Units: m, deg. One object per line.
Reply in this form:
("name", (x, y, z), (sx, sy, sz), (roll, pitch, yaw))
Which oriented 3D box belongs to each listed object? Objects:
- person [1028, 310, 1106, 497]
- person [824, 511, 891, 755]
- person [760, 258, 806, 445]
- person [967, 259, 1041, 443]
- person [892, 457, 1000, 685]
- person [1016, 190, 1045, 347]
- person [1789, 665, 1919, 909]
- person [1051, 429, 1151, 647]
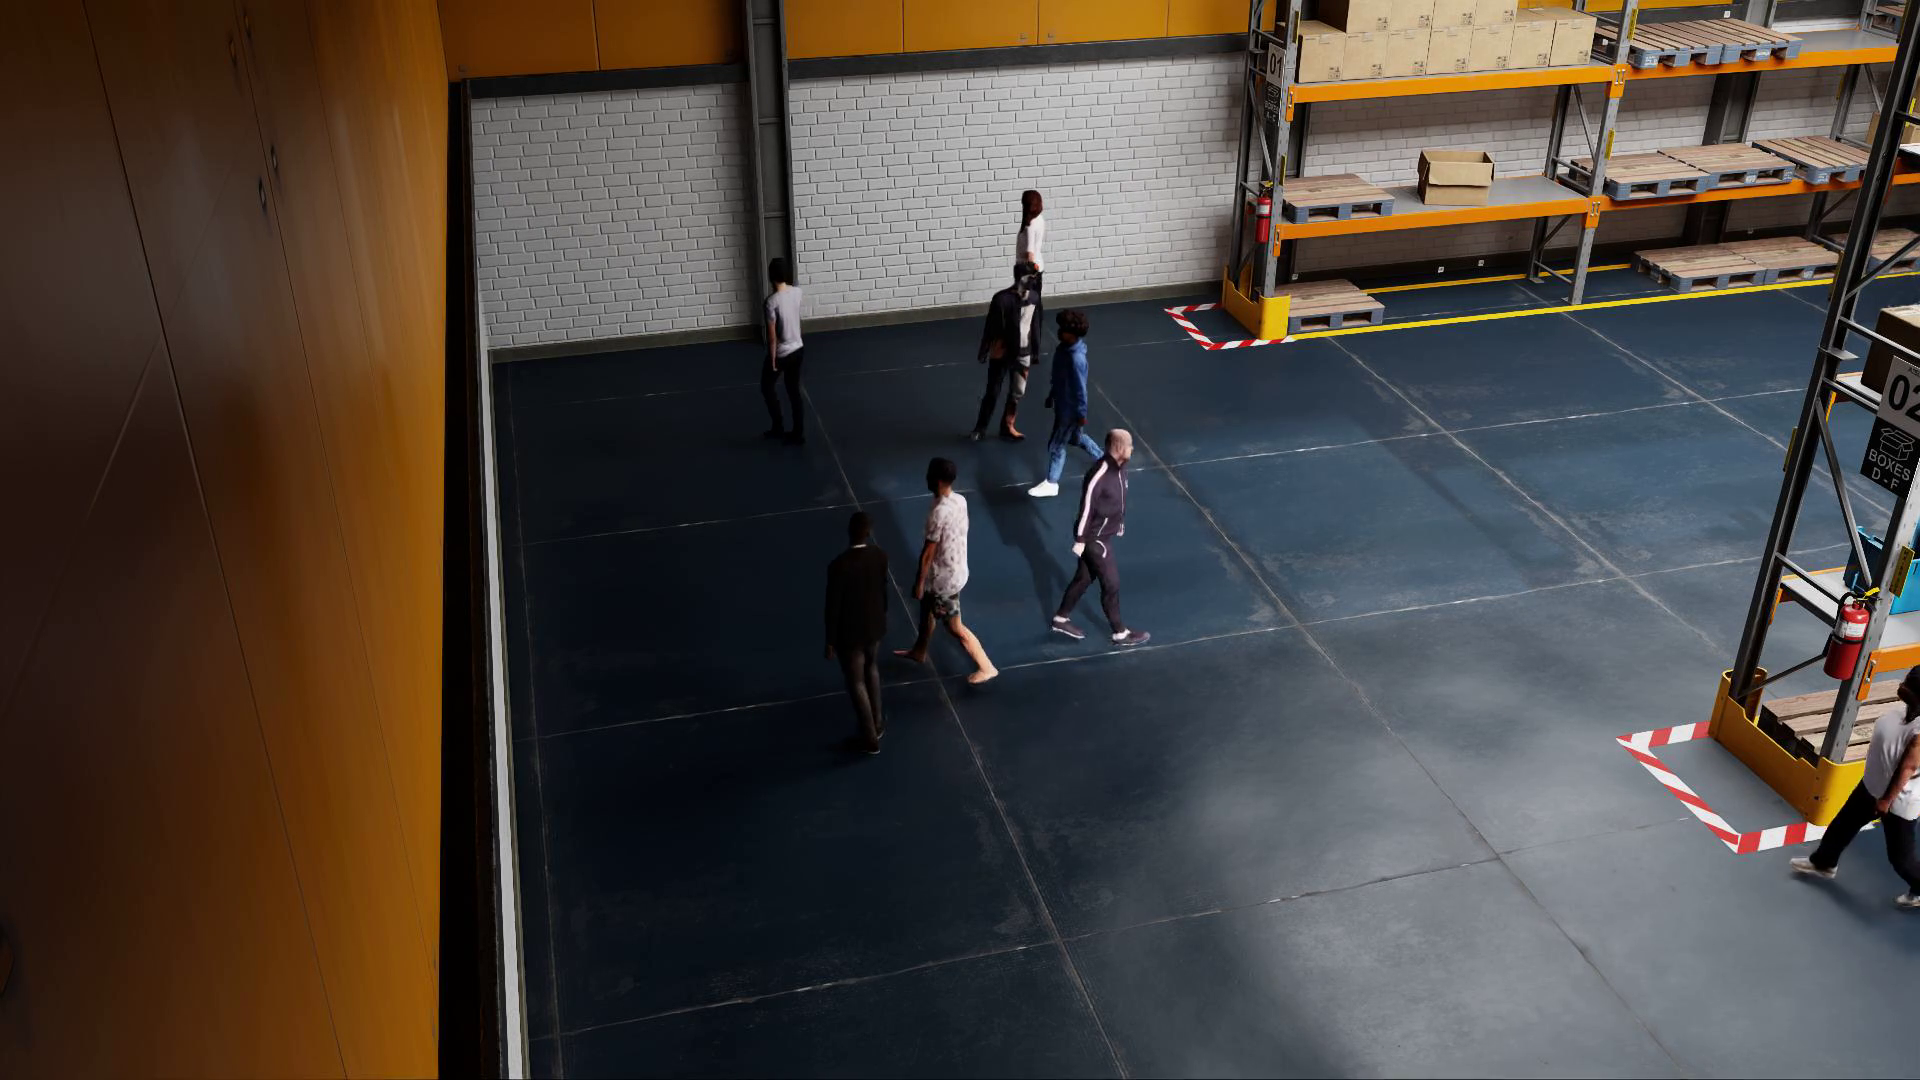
("person", (1.074, -1.230, 15.009), (1.137, 1.781, 0.789), (-3, 29, -5))
("person", (-0.675, 0.653, 11.560), (0.881, 1.778, 0.747), (17, 33, 29))
("person", (-1.616, -1.763, 15.916), (0.860, 1.847, 0.768), (25, 37, 38))
("person", (0.422, -1.798, 15.972), (0.670, 1.856, 0.976), (-6, 29, -11))
("person", (-0.037, 0.269, 12.256), (1.247, 1.785, 1.101), (10, 30, 18))
("person", (0.794, -2.936, 18.123), (0.671, 1.794, 0.685), (5, 29, 10))
("person", (5.730, 1.515, 10.103), (1.171, 1.659, 1.037), (10, 30, 18))
("person", (0.953, 0.001, 12.750), (1.172, 1.783, 1.050), (14, 32, 25))
